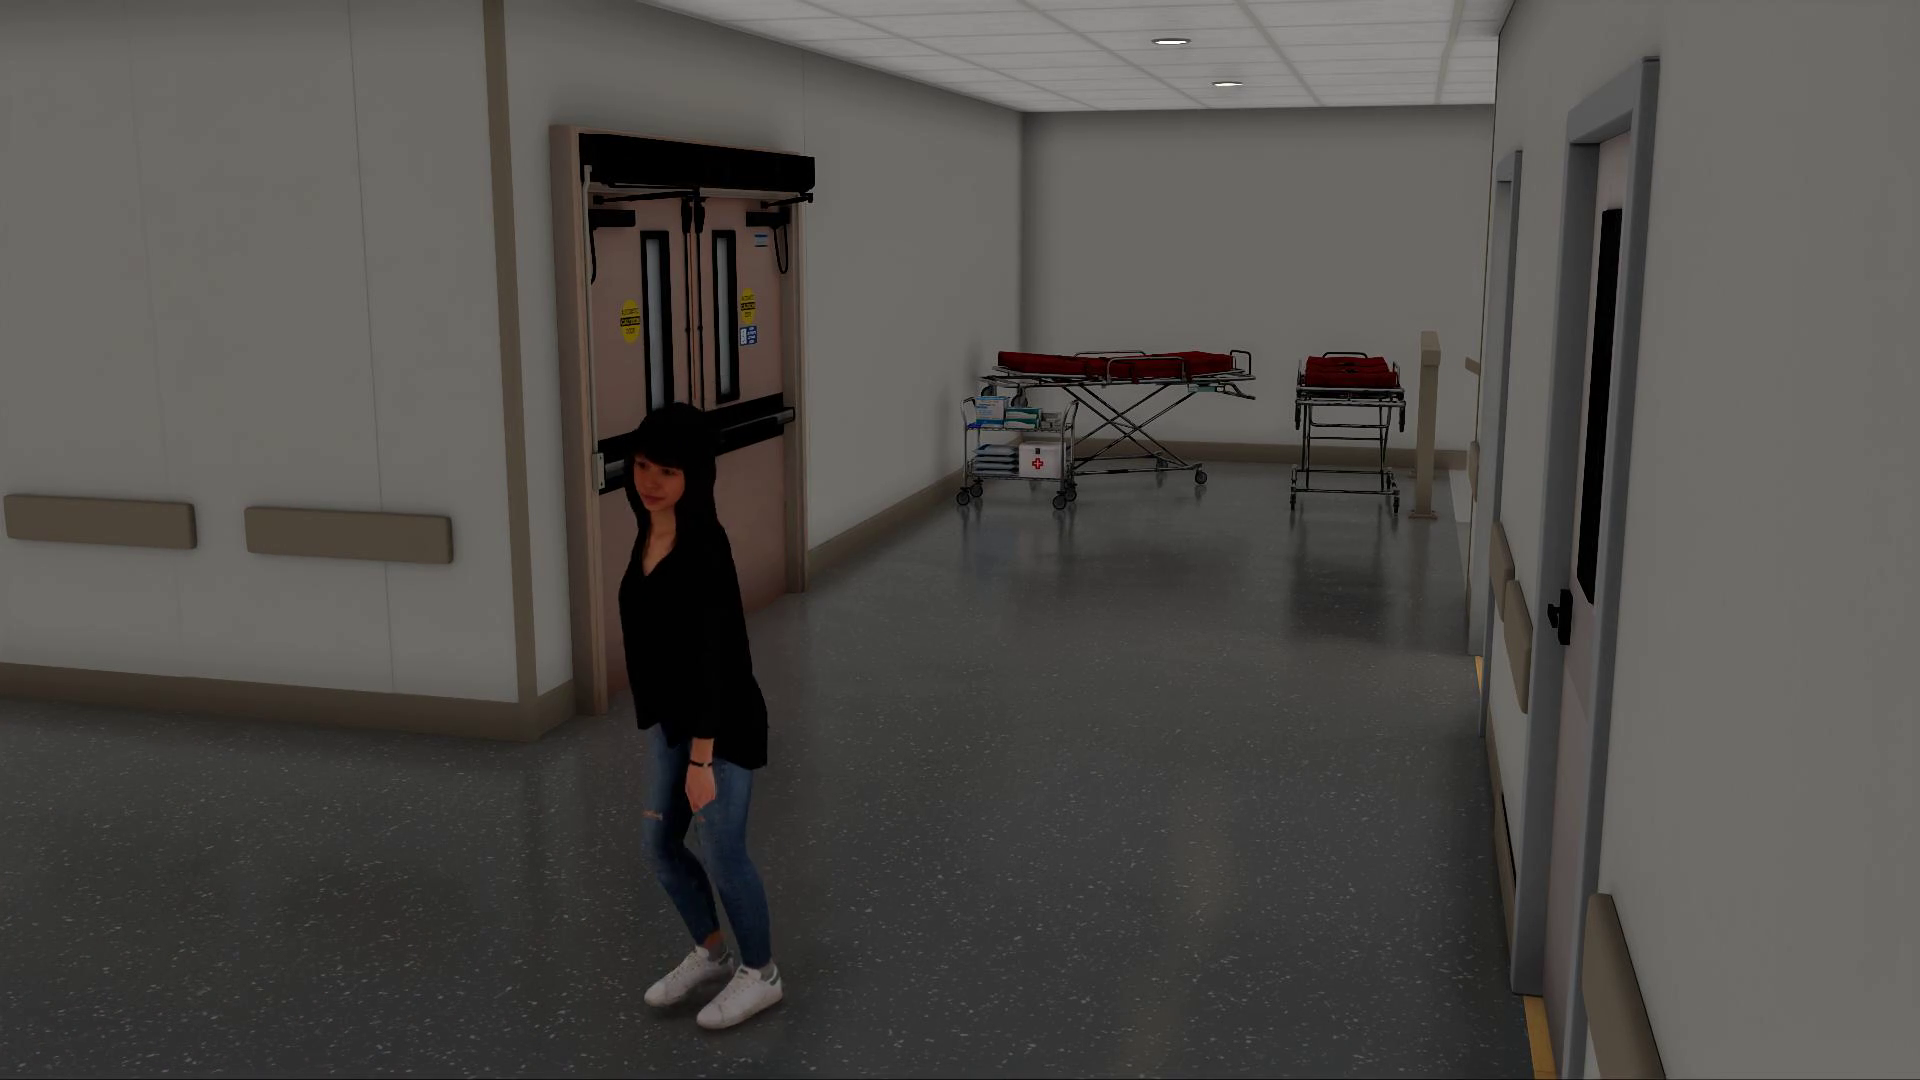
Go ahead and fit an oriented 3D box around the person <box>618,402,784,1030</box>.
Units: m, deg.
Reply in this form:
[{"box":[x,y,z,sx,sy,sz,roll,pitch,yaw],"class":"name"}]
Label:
[{"box":[-0.608,0.451,4.181,0.795,1.609,0.738,-6,12,-28],"class":"person"}]
